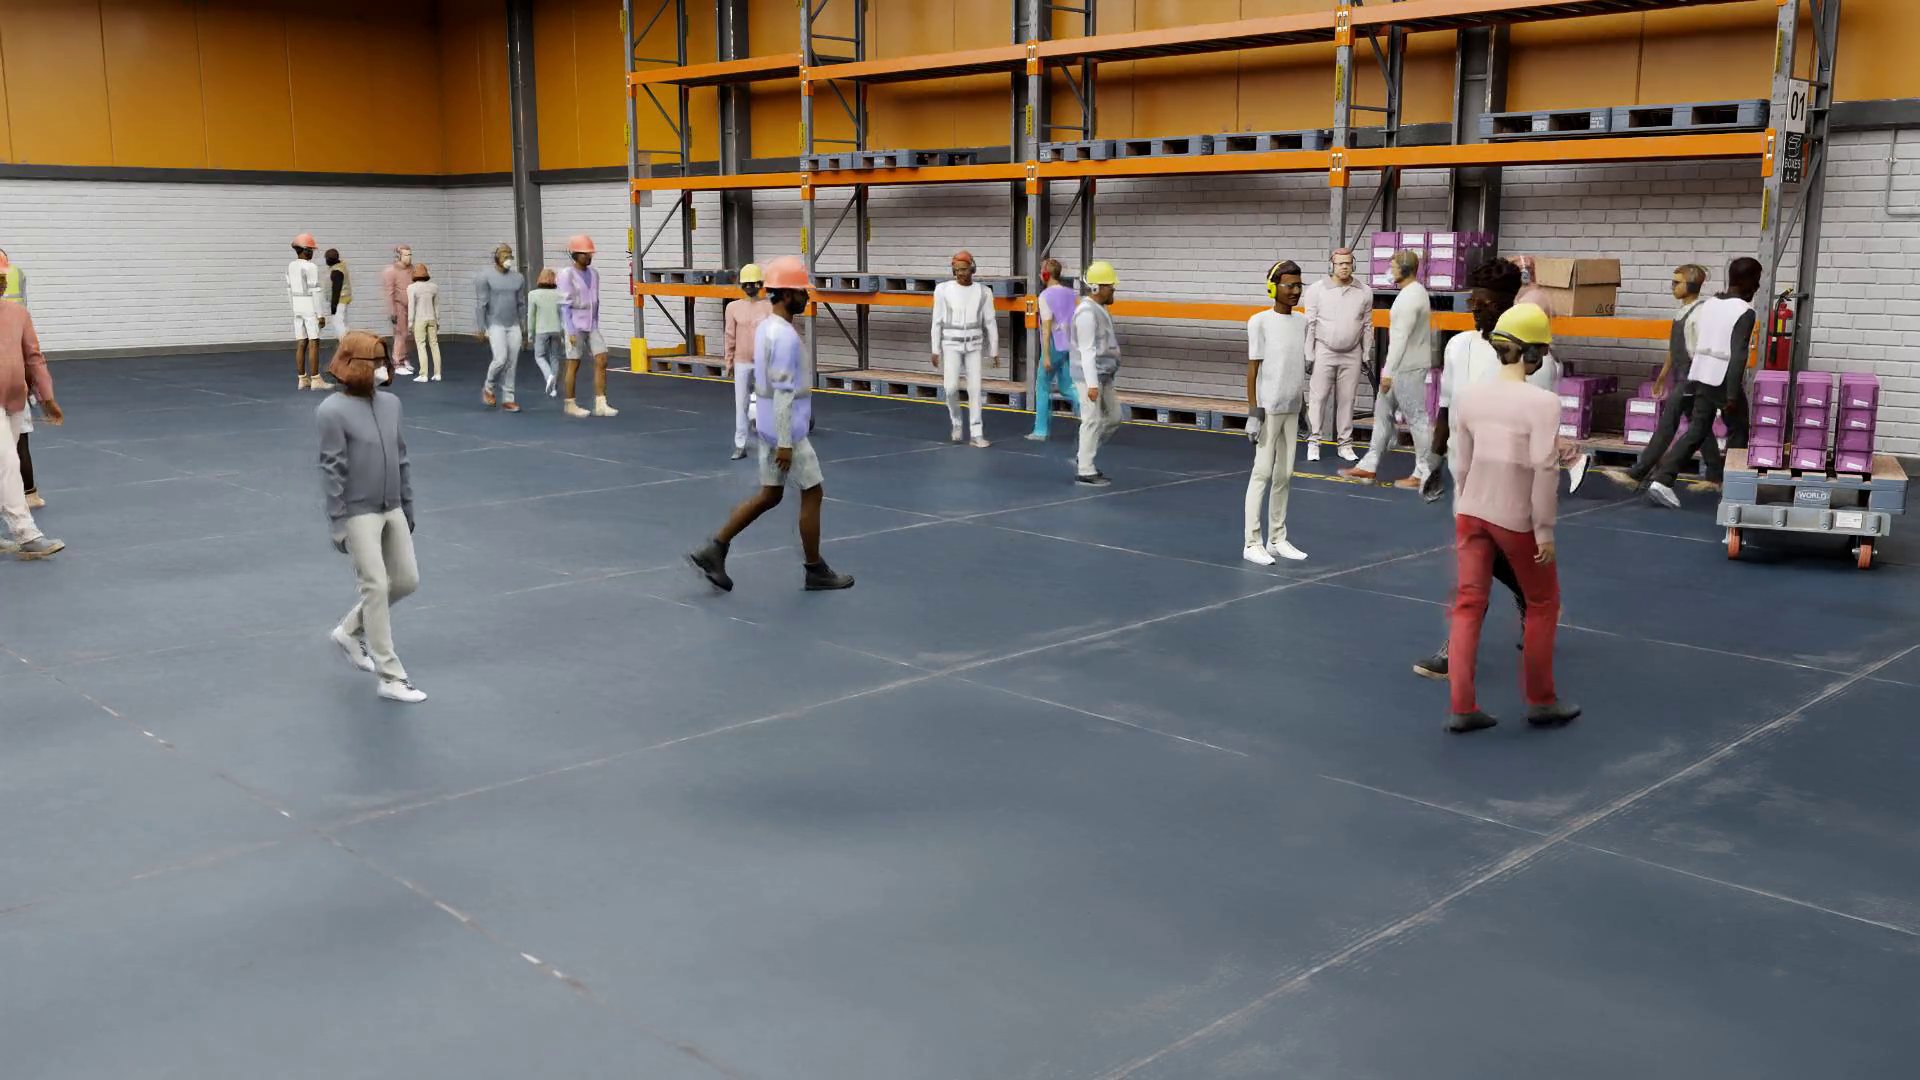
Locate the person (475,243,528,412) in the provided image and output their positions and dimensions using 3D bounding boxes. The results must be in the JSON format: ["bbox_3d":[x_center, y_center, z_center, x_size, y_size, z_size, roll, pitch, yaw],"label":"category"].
[{"bbox_3d":[-5.234,-2.424,19.061,0.479,1.924,0.641,9,14,40],"label":"person"}]

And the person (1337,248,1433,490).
[{"bbox_3d":[3.408,-1.348,13.250,0.883,1.906,0.662,3,11,16],"label":"person"}]

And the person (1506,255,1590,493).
[{"bbox_3d":[4.458,-1.257,12.857,0.799,1.876,0.679,3,11,18],"label":"person"}]

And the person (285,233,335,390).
[{"bbox_3d":[-8.540,-2.984,21.809,0.608,2.044,0.371,7,12,33],"label":"person"}]

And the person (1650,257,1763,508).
[{"bbox_3d":[5.594,-1.159,12.320,0.930,1.871,0.613,-2,11,-10],"label":"person"}]

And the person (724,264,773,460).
[{"bbox_3d":[-1.857,-1.596,14.997,0.535,1.767,0.315,0,10,0],"label":"person"}]

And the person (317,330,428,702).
[{"bbox_3d":[-2.593,-0.110,7.293,0.591,1.621,0.518,4,11,22],"label":"person"}]

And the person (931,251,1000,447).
[{"bbox_3d":[0.055,-1.823,15.925,0.666,1.874,0.389,-2,11,-11],"label":"person"}]

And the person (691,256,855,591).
[{"bbox_3d":[-1.073,-0.632,9.352,0.872,1.914,0.546,-4,11,-19],"label":"person"}]

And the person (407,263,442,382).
[{"bbox_3d":[-7.447,-3.014,23.091,0.279,1.631,0.507,8,13,37],"label":"person"}]

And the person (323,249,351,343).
[{"bbox_3d":[-10.445,-3.979,27.919,0.433,1.807,0.736,-3,11,-16],"label":"person"}]

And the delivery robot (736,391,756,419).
[{"bbox_3d":[-1.909,-1.377,16.852,0.707,0.478,0.477,5,11,23],"label":"delivery robot"}]

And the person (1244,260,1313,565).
[{"bbox_3d":[1.982,-0.786,10.298,0.535,1.869,0.312,-8,13,-36],"label":"person"}]

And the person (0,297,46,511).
[{"bbox_3d":[-7.041,-1.044,12.168,0.534,1.698,0.322,-3,11,-15],"label":"person"}]

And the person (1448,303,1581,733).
[{"bbox_3d":[2.297,-0.086,6.793,0.711,1.741,0.547,-7,12,-32],"label":"person"}]

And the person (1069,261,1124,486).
[{"bbox_3d":[1.100,-1.327,13.403,0.429,1.814,0.622,4,11,19],"label":"person"}]

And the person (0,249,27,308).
[{"bbox_3d":[-13.576,-3.218,23.648,0.430,1.840,0.621,6,12,30],"label":"person"}]

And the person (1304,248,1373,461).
[{"bbox_3d":[3.395,-1.655,14.930,0.639,1.911,0.402,-1,10,-4],"label":"person"}]

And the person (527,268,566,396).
[{"bbox_3d":[-5.128,-2.582,20.778,0.509,1.613,0.546,-5,12,-27],"label":"person"}]

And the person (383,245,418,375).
[{"bbox_3d":[-8.066,-3.340,24.189,0.422,1.884,0.712,5,11,23],"label":"person"}]

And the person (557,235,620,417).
[{"bbox_3d":[-4.105,-2.343,18.377,0.809,2.013,0.641,6,12,31],"label":"person"}]

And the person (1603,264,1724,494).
[{"bbox_3d":[5.603,-1.252,13.037,0.977,1.789,0.524,2,11,10],"label":"person"}]

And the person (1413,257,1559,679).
[{"bbox_3d":[2.517,-0.348,7.746,0.908,1.934,0.602,-5,11,-24],"label":"person"}]

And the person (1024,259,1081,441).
[{"bbox_3d":[1.021,-1.835,16.221,0.811,1.806,0.610,8,13,38],"label":"person"}]

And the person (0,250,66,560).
[{"bbox_3d":[-5.945,-0.857,10.449,0.947,1.954,0.619,3,11,14],"label":"person"}]
